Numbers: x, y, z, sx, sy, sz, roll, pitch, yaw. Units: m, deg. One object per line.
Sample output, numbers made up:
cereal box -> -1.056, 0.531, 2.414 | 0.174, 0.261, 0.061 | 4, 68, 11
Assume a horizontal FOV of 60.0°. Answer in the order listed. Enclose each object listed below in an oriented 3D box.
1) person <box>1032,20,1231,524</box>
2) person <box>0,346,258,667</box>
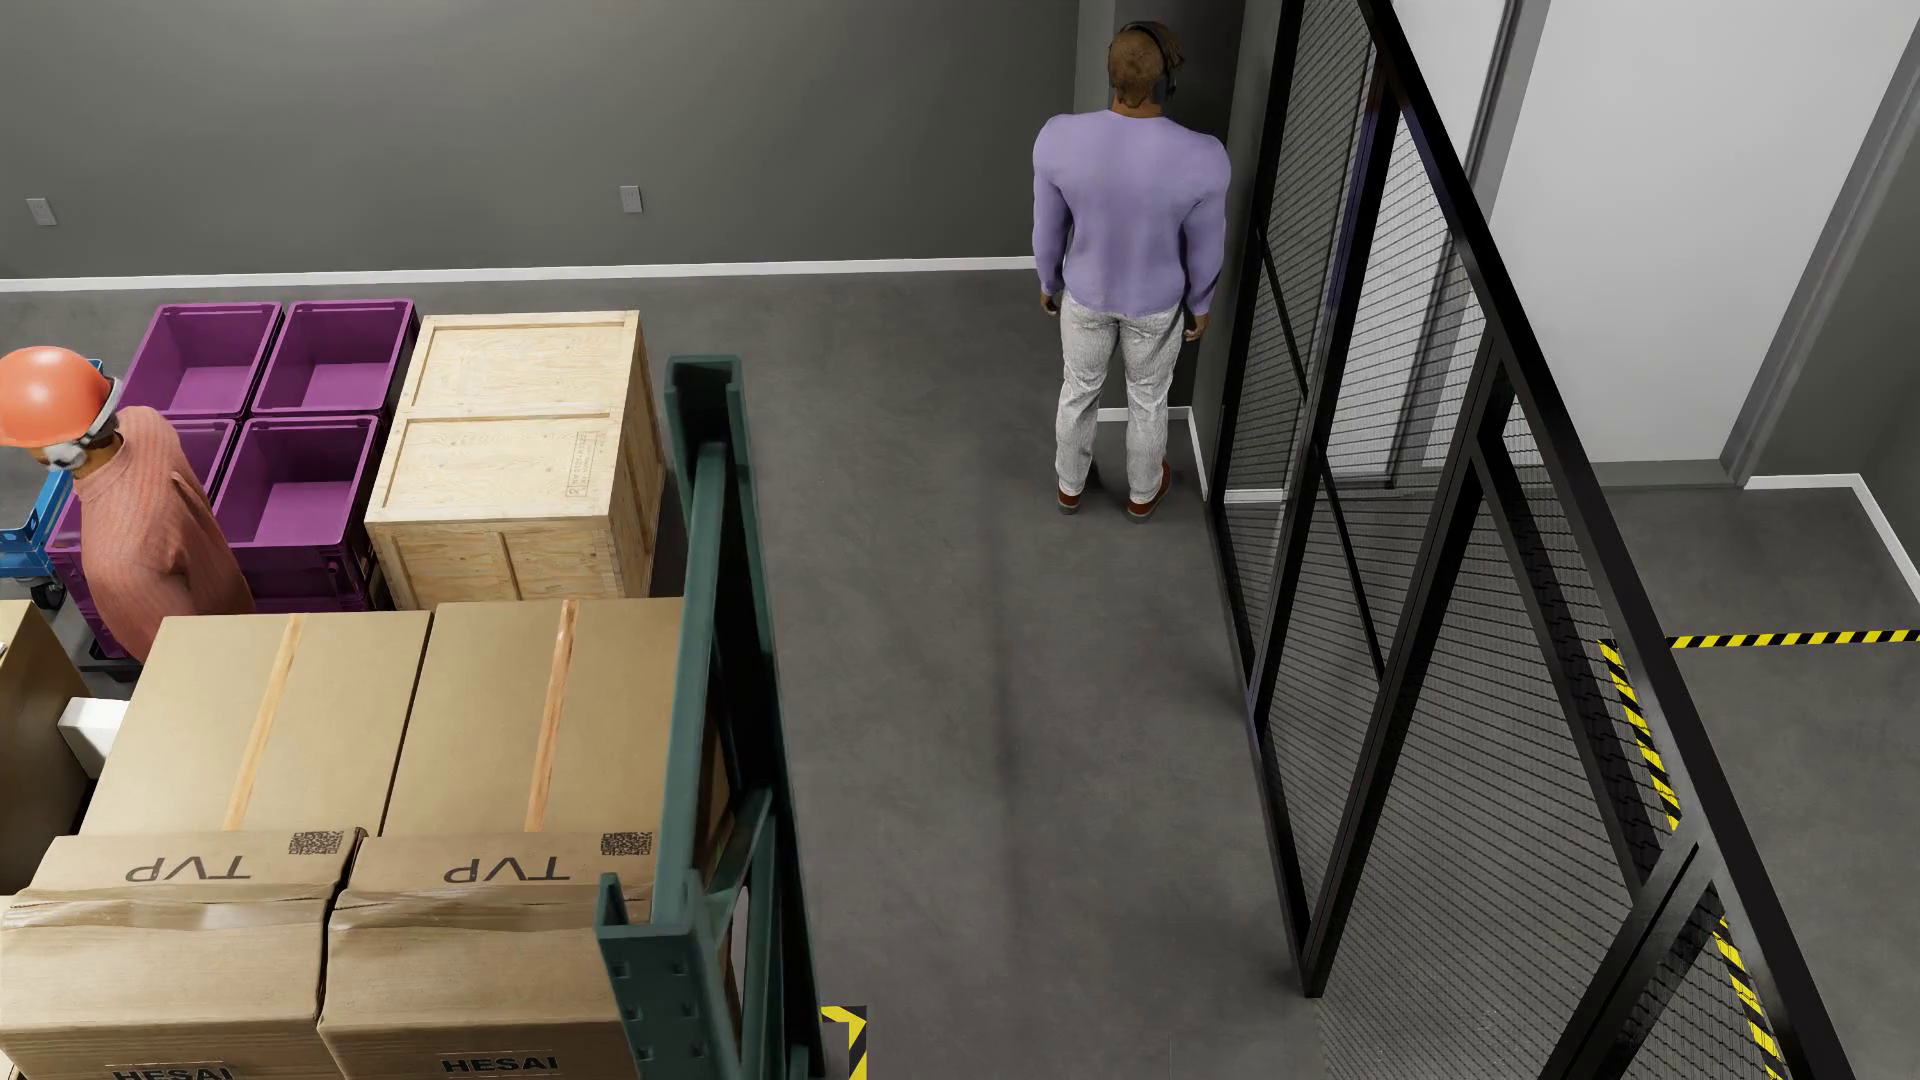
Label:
person -> 0.544, -0.831, 5.552 | 0.631, 1.938, 0.372 | 10, 47, 9
person -> -2.070, 0.267, 4.465 | 0.400, 1.989, 0.623 | -12, 48, -11
